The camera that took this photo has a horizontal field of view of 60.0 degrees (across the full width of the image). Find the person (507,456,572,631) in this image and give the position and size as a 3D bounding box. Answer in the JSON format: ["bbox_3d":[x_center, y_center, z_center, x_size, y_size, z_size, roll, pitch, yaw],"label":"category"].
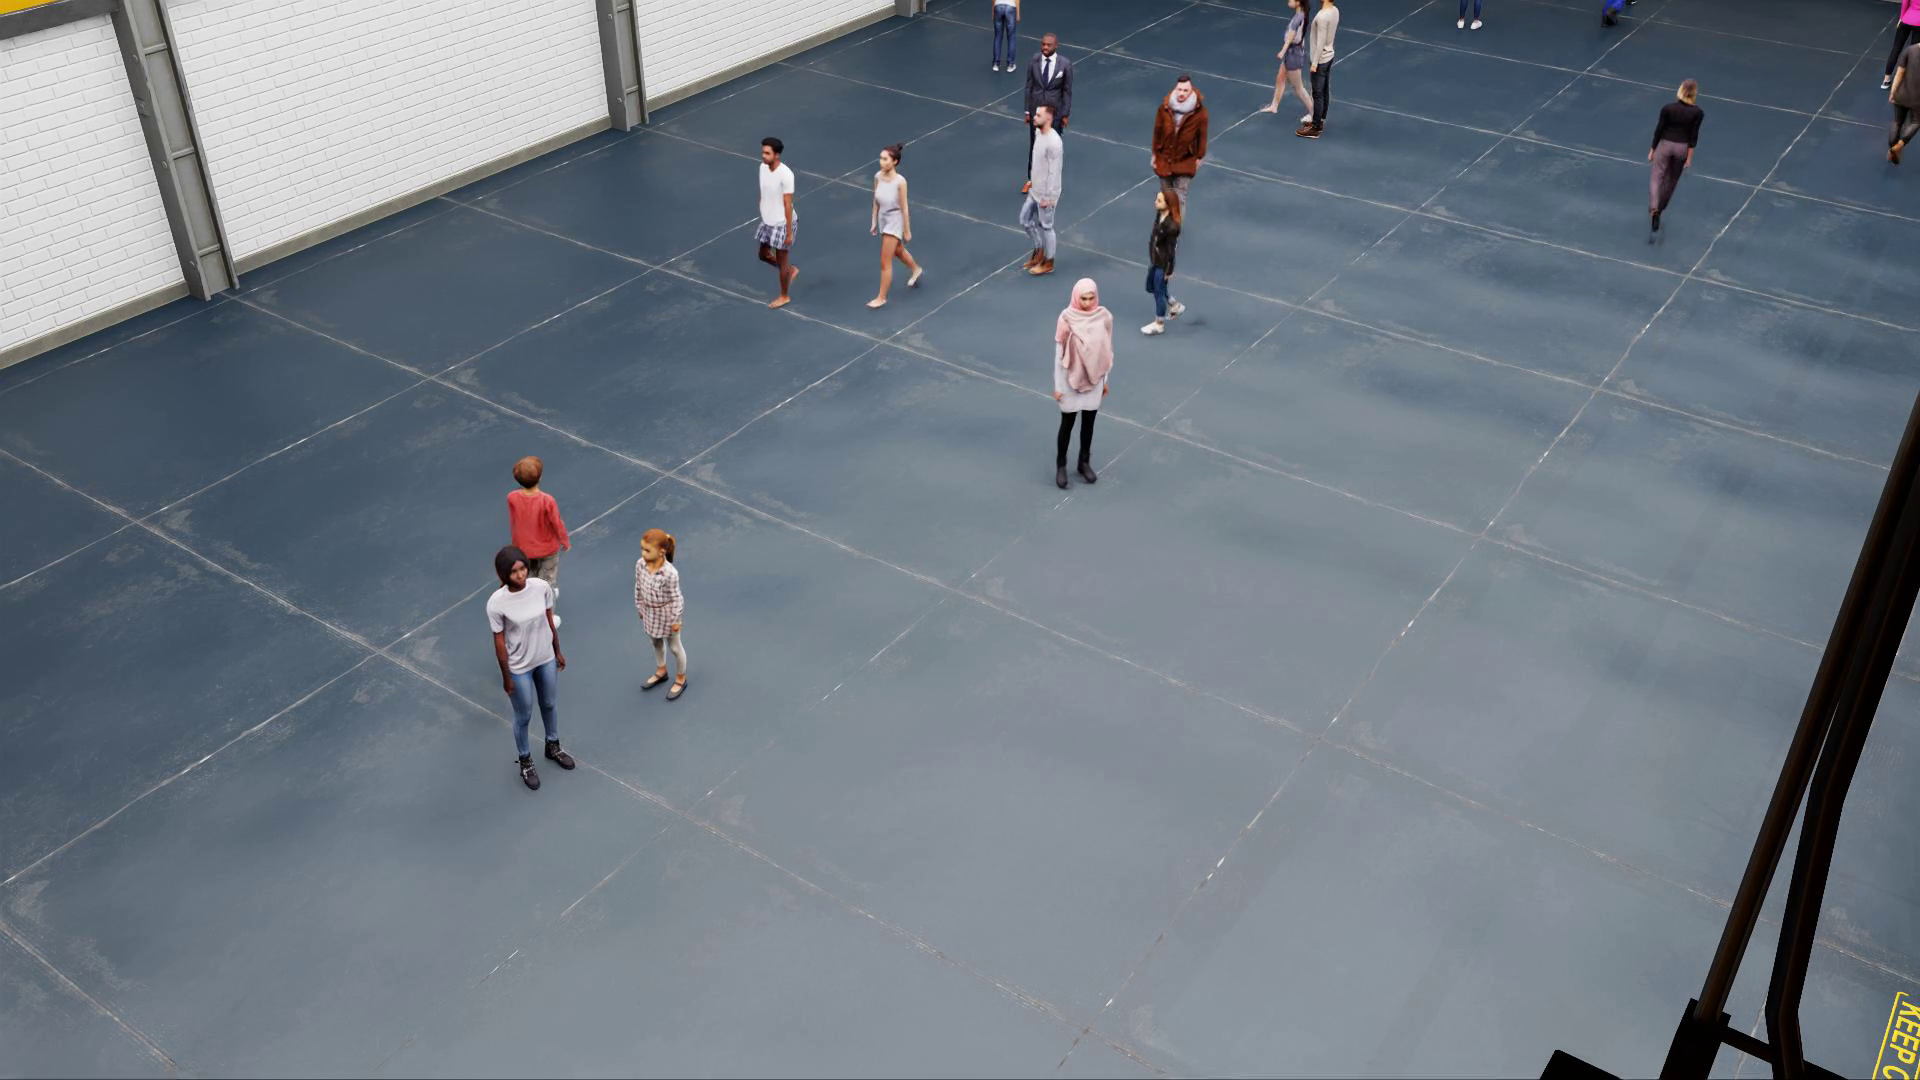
[{"bbox_3d":[-3.016,0.078,11.794,0.703,1.400,0.840,6,34,9],"label":"person"}]

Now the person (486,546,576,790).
[{"bbox_3d":[-2.708,0.777,10.454,0.526,1.719,0.688,-28,42,-35],"label":"person"}]

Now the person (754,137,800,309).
[{"bbox_3d":[-1.730,-3.142,16.349,0.687,1.721,0.762,28,42,35],"label":"person"}]

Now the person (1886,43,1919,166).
[{"bbox_3d":[11.170,-5.226,19.501,0.683,1.702,0.843,27,42,34],"label":"person"}]

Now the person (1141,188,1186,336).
[{"bbox_3d":[1.996,-2.667,15.857,0.823,1.473,0.759,-8,34,-11],"label":"person"}]

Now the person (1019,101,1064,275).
[{"bbox_3d":[0.930,-3.575,16.901,0.833,1.831,0.809,-11,35,-16],"label":"person"}]

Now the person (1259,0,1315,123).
[{"bbox_3d":[4.254,-6.015,20.764,0.867,1.617,1.007,9,35,14],"label":"person"}]

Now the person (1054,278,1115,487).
[{"bbox_3d":[0.981,-1.282,13.475,0.722,1.803,0.798,-9,35,-13],"label":"person"}]

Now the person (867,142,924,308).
[{"bbox_3d":[-0.611,-3.144,16.489,1.103,1.569,0.718,-28,42,-35],"label":"person"}]

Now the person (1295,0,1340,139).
[{"bbox_3d":[4.417,-5.867,20.317,0.754,1.866,0.540,16,37,22],"label":"person"}]

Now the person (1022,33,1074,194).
[{"bbox_3d":[0.980,-4.823,18.784,0.765,1.824,0.724,9,35,14],"label":"person"}]

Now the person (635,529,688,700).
[{"bbox_3d":[-2.022,0.473,11.278,0.532,1.312,0.525,19,38,26],"label":"person"}]

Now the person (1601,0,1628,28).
[{"bbox_3d":[9.589,-8.359,24.090,0.804,1.839,0.729,-28,43,-35],"label":"person"}]

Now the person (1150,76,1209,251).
[{"bbox_3d":[2.298,-4.032,17.625,0.889,1.790,1.186,12,35,17],"label":"person"}]

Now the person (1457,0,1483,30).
[{"bbox_3d":[7.496,-8.326,24.096,0.646,1.777,0.584,14,36,20],"label":"person"}]

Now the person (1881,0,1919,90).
[{"bbox_3d":[12.517,-6.767,21.823,0.609,1.699,0.625,-28,43,-35],"label":"person"}]

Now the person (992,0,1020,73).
[{"bbox_3d":[0.609,-7.166,22.547,0.588,1.560,0.606,9,35,13],"label":"person"}]

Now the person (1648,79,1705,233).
[{"bbox_3d":[7.621,-4.080,17.829,0.793,1.645,1.073,10,35,14],"label":"person"}]
